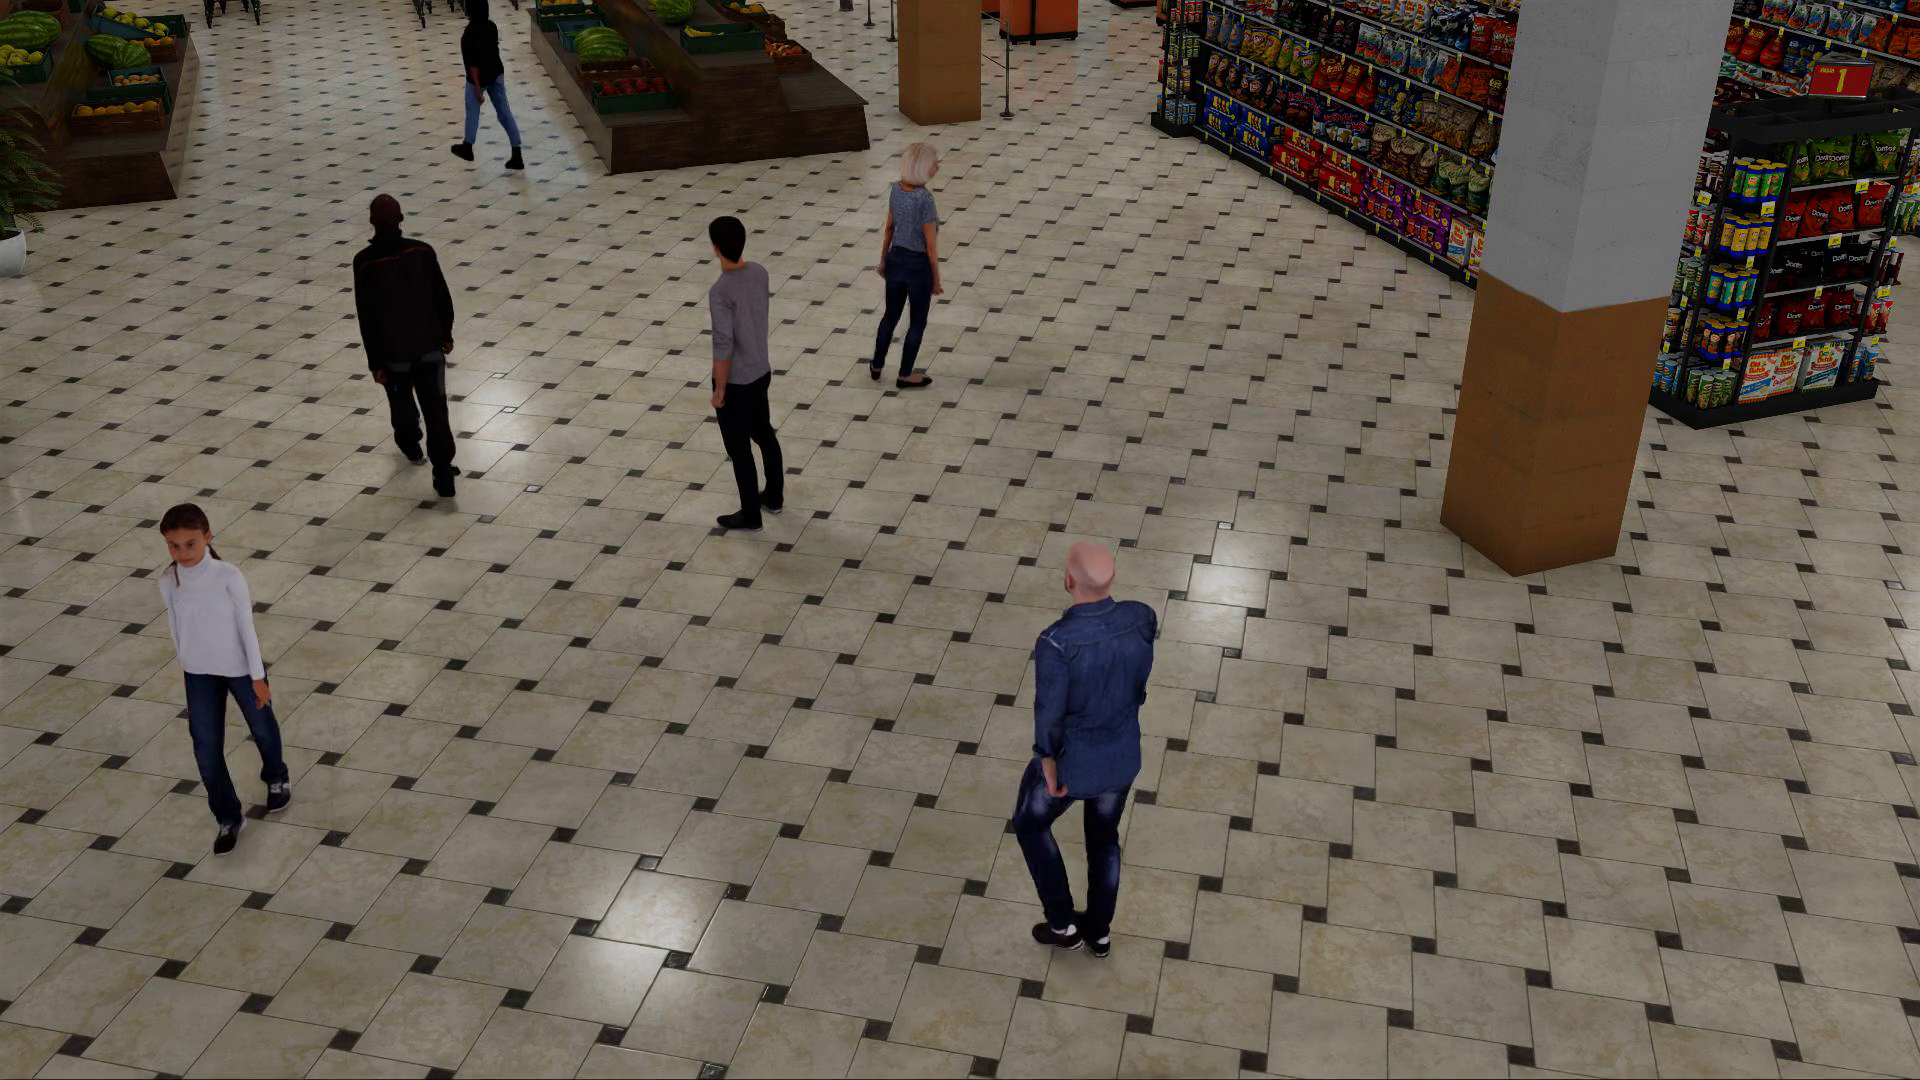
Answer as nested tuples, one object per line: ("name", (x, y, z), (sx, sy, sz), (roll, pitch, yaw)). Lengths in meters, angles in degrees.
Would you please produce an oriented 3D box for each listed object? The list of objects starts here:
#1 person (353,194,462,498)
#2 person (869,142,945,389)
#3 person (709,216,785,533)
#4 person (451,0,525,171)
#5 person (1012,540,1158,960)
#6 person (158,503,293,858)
("person", (-3.197, -1.090, 9.732), (0.818, 1.781, 1.276), (-14, 32, -24))
("person", (-0.391, -1.821, 11.160), (0.713, 1.695, 0.901), (17, 33, 29))
("person", (-1.224, -0.936, 9.386), (0.765, 1.842, 0.716), (13, 31, 23))
("person", (-4.406, -4.286, 15.716), (1.201, 1.655, 1.034), (18, 33, 29))
("person", (0.507, 0.846, 6.156), (0.744, 1.809, 0.670), (-14, 32, -24))
("person", (-3.095, 0.504, 7.068), (0.610, 1.534, 0.843), (-6, 29, -11))
